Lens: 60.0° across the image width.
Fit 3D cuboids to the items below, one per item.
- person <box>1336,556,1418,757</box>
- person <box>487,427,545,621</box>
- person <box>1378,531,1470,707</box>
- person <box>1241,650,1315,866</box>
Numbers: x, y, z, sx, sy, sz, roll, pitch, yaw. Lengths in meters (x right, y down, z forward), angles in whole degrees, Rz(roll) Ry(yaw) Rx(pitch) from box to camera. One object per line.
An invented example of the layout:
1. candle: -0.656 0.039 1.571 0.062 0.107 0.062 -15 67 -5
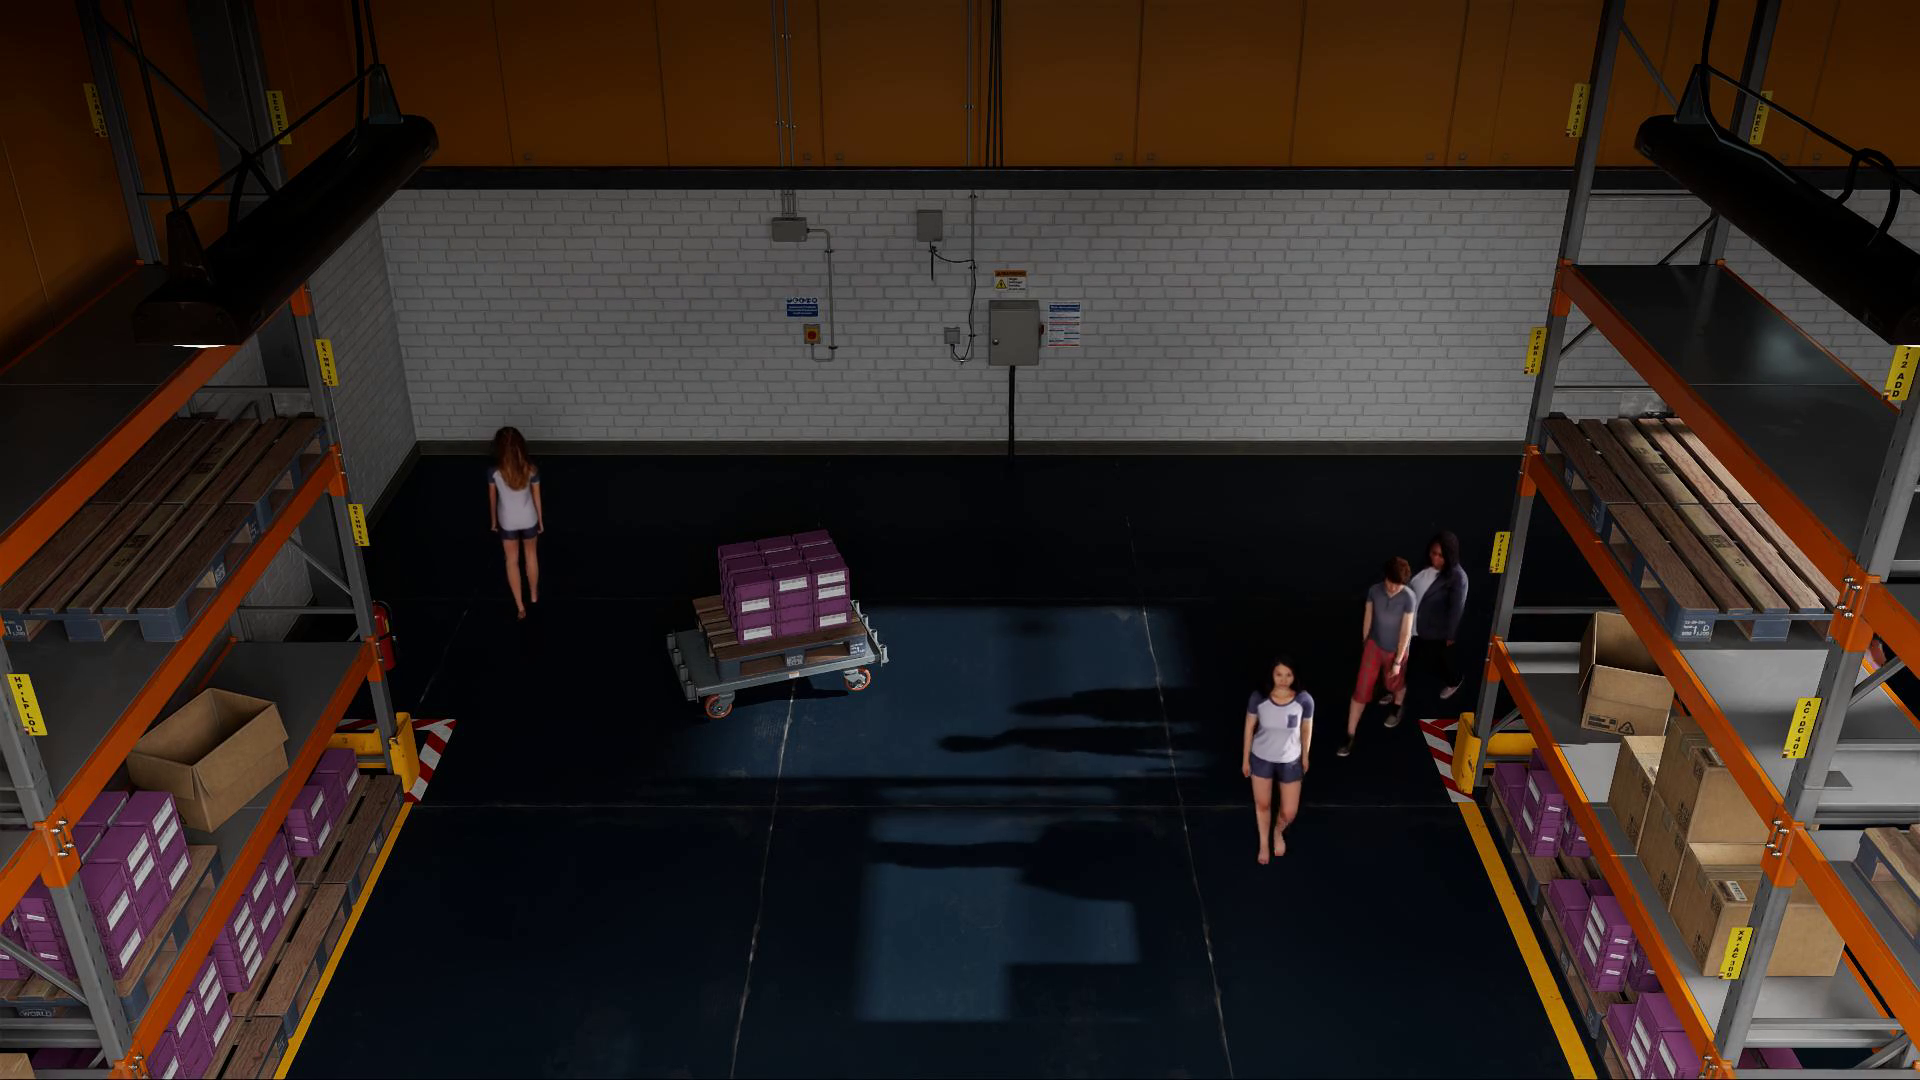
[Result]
1. person: 3.298 0.820 12.670 0.970 1.600 1.182 18 34 30
2. person: -3.792 -0.113 14.268 0.755 1.706 0.981 -7 29 -12
3. person: 3.739 0.635 13.034 0.980 1.576 0.994 -11 31 -20
4. person: 2.180 1.448 11.415 0.674 1.699 0.666 6 29 11
